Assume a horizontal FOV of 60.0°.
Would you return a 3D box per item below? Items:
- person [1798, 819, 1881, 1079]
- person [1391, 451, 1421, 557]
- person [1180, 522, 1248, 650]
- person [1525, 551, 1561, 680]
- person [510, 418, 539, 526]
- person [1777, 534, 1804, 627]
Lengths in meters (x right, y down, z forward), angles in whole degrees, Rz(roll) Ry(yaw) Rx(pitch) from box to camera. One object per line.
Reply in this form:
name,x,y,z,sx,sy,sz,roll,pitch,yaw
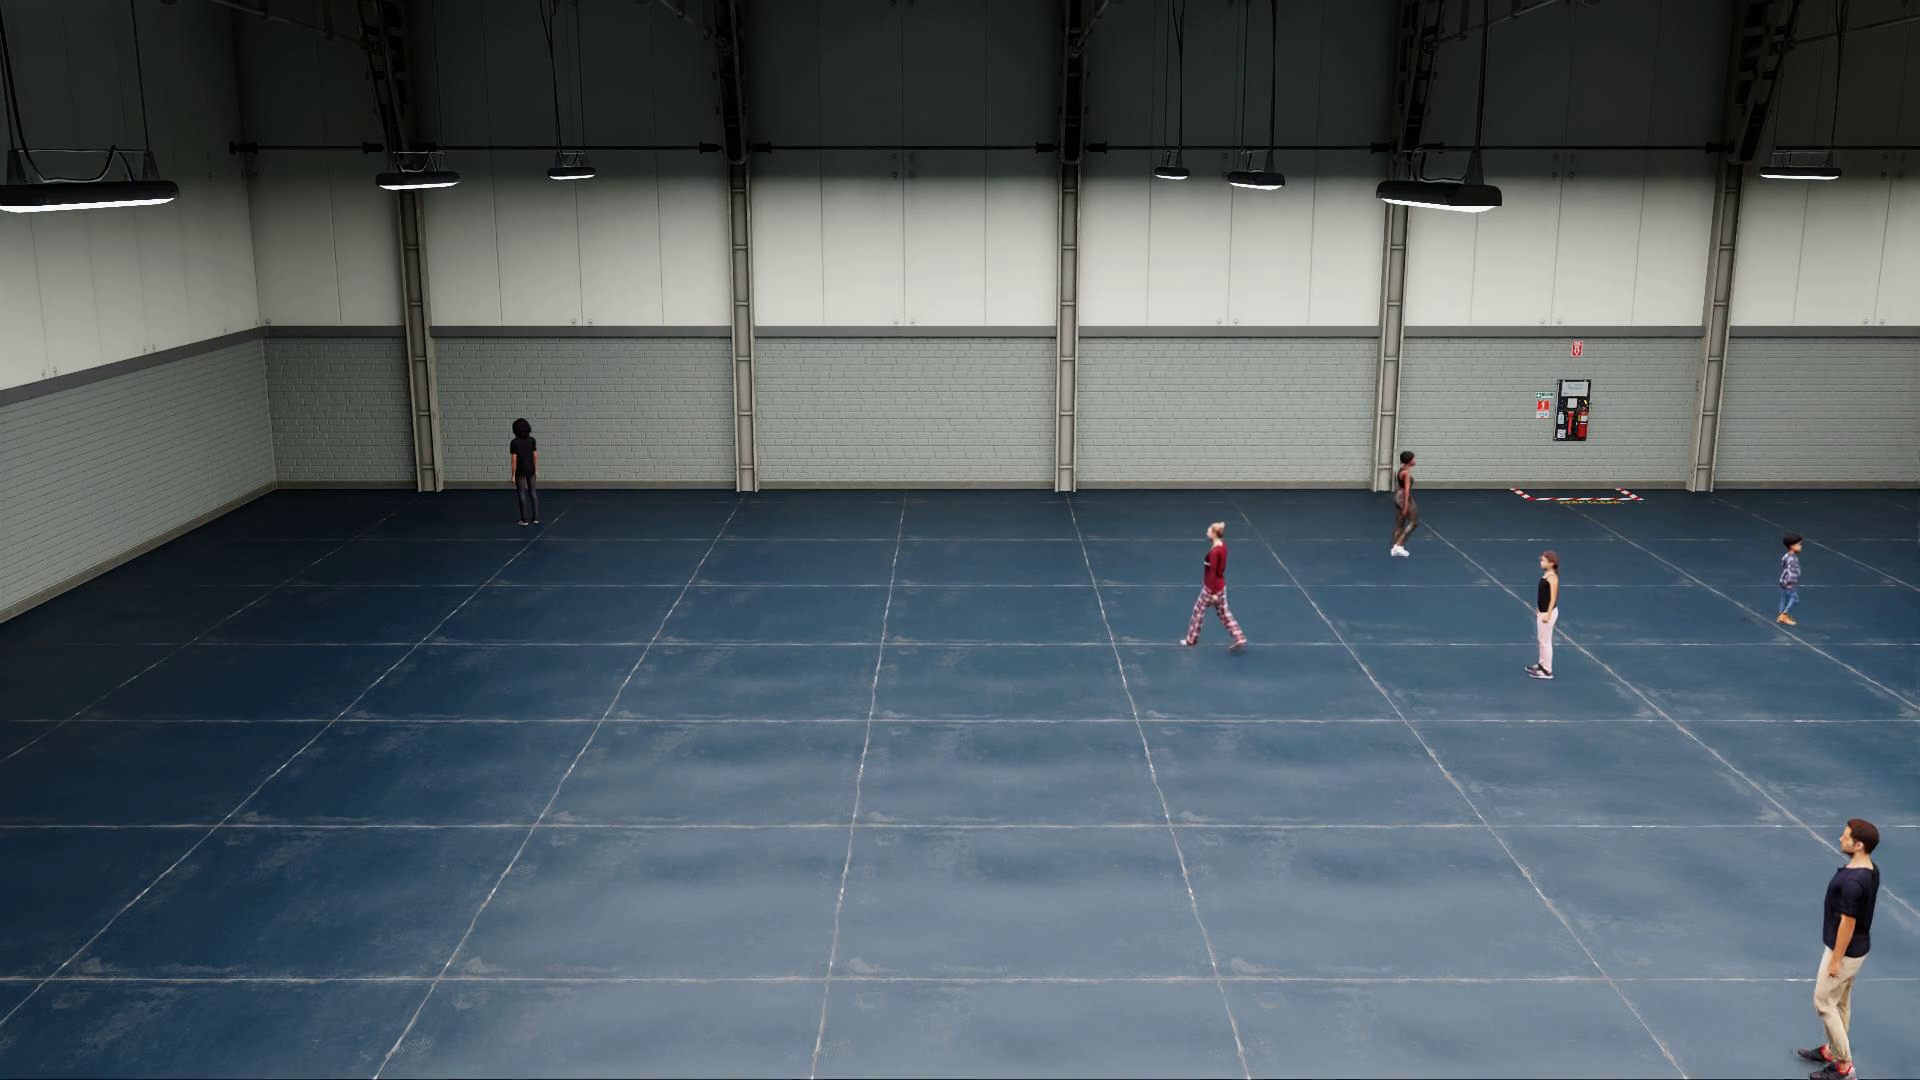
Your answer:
person,6.040,2.777,11.253,0.847,1.853,0.798,11,17,39
person,6.855,-0.554,26.017,0.609,1.683,0.594,-1,13,-4
person,3.298,0.616,21.026,1.176,1.655,0.954,7,15,27
person,7.073,0.889,20.047,0.544,1.565,0.562,2,13,9
person,-7.424,-1.181,28.381,0.680,1.837,0.767,-10,17,-37
person,11.084,0.526,22.319,0.616,1.246,0.585,7,15,29
